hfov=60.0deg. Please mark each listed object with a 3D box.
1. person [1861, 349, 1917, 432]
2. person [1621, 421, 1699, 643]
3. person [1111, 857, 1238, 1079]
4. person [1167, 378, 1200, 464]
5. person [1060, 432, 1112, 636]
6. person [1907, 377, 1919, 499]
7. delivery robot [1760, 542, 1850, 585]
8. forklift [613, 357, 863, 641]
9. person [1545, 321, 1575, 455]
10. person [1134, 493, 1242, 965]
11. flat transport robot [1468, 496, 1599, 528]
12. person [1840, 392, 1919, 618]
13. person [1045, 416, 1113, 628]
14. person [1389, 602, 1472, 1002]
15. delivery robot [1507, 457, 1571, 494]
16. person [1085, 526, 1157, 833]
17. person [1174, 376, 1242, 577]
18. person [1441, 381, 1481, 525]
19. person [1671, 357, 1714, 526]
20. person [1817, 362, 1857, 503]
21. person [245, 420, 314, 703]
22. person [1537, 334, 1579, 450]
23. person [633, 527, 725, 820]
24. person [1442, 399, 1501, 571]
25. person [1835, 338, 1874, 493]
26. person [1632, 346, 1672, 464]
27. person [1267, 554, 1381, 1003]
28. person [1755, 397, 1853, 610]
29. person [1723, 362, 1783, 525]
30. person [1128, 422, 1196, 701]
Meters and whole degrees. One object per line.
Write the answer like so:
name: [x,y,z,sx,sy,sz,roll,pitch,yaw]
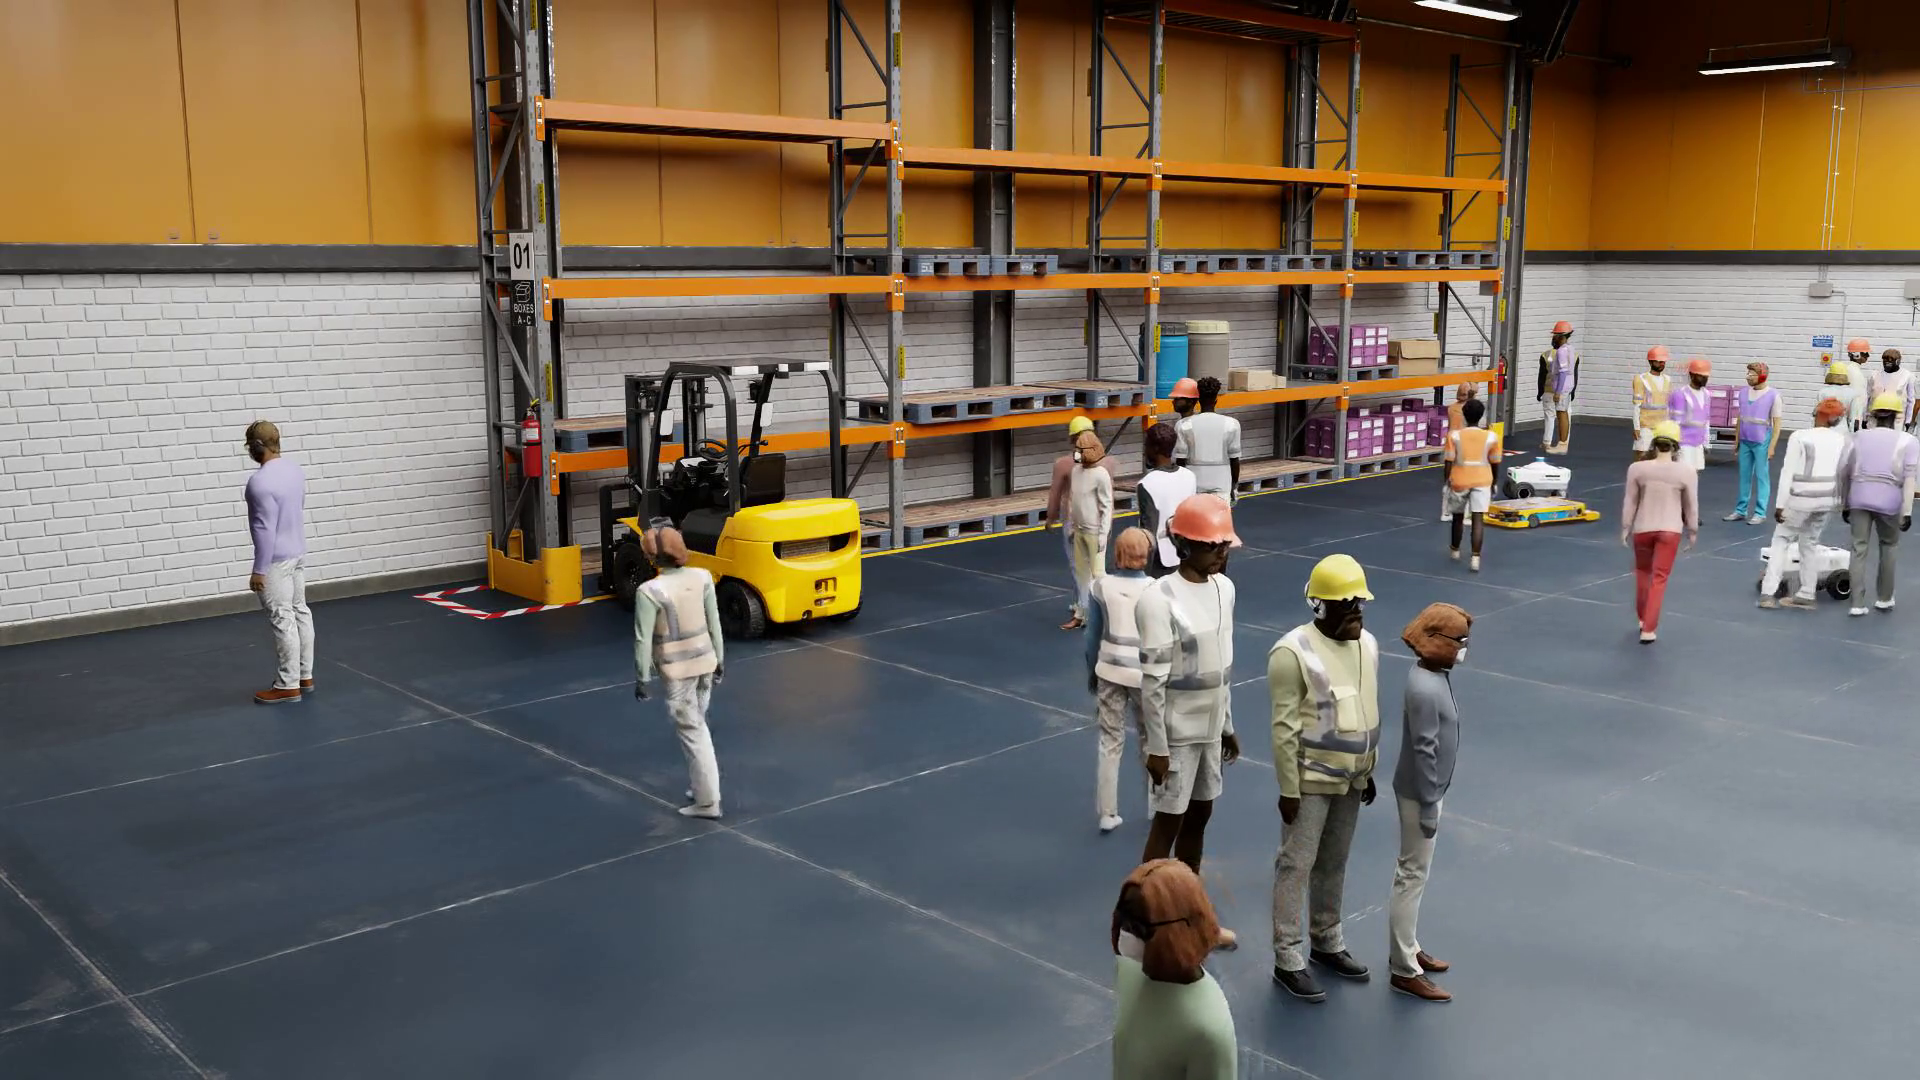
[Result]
person: [12.029,-1.559,21.593,0.429,1.841,0.633,-8,13,-39]
person: [5.571,-0.077,13.211,0.543,1.726,0.819,6,11,32]
person: [0.532,1.541,4.055,0.415,1.622,0.514,-4,10,-21]
person: [2.036,-0.503,15.116,0.354,1.942,0.545,-3,10,-14]
person: [1.031,-0.051,13.366,0.285,1.633,0.501,-6,11,-29]
person: [12.109,-1.435,20.783,0.507,1.872,0.329,0,10,-1]
delivery robot: [7.545,0.189,14.844,0.707,0.478,0.477,0,10,-2]
forklift: [-1.847,-0.414,13.852,1.214,2.155,2.313,-9,13,-42]
person: [9.205,-2.329,25.507,0.394,2.044,0.609,6,11,30]
person: [1.008,0.813,7.138,0.388,2.039,0.618,8,13,41]
flat transport robot: [6.533,-0.326,18.959,1.431,0.197,0.652,-5,11,-28]
person: [7.795,-0.309,14.130,0.601,1.880,0.850,8,13,39]
person: [1.027,-0.160,13.734,0.523,1.725,0.845,-4,10,-22]
person: [1.931,1.058,6.876,0.280,1.633,0.498,3,10,17]
delivery robot: [7.141,-0.781,20.519,0.707,0.478,0.477,1,10,3]
person: [0.914,0.734,8.825,0.534,1.630,0.489,5,11,27]
person: [2.217,-0.487,14.947,0.603,1.966,0.367,0,10,2]
person: [5.684,-0.982,18.834,0.318,1.629,0.513,-4,11,-23]
person: [8.203,-1.113,18.762,0.571,1.915,0.544,-6,11,-29]
person: [10.735,-1.317,20.460,0.493,1.743,0.313,0,10,-1]
person: [-4.656,0.145,11.345,0.370,1.934,0.627,0,10,2]
person: [9.362,-2.330,26.102,0.619,1.845,0.430,0,10,1]
person: [-1.491,0.718,8.937,0.446,1.608,0.541,7,12,34]
person: [4.983,-0.546,16.213,0.547,1.647,0.893,2,10,12]
person: [11.397,-1.580,21.265,0.381,1.994,0.617,3,10,17]
person: [8.548,-1.426,20.528,0.543,1.939,0.360,-3,10,-19]
person: [1.520,0.960,6.861,0.587,1.835,0.404,-8,12,-37]
person: [7.186,-0.299,14.210,0.695,1.852,0.444,-2,10,-14]
person: [9.030,-1.091,18.848,0.396,1.841,0.565,-4,10,-21]
person: [1.382,0.165,11.269,0.395,1.920,0.587,8,12,39]
